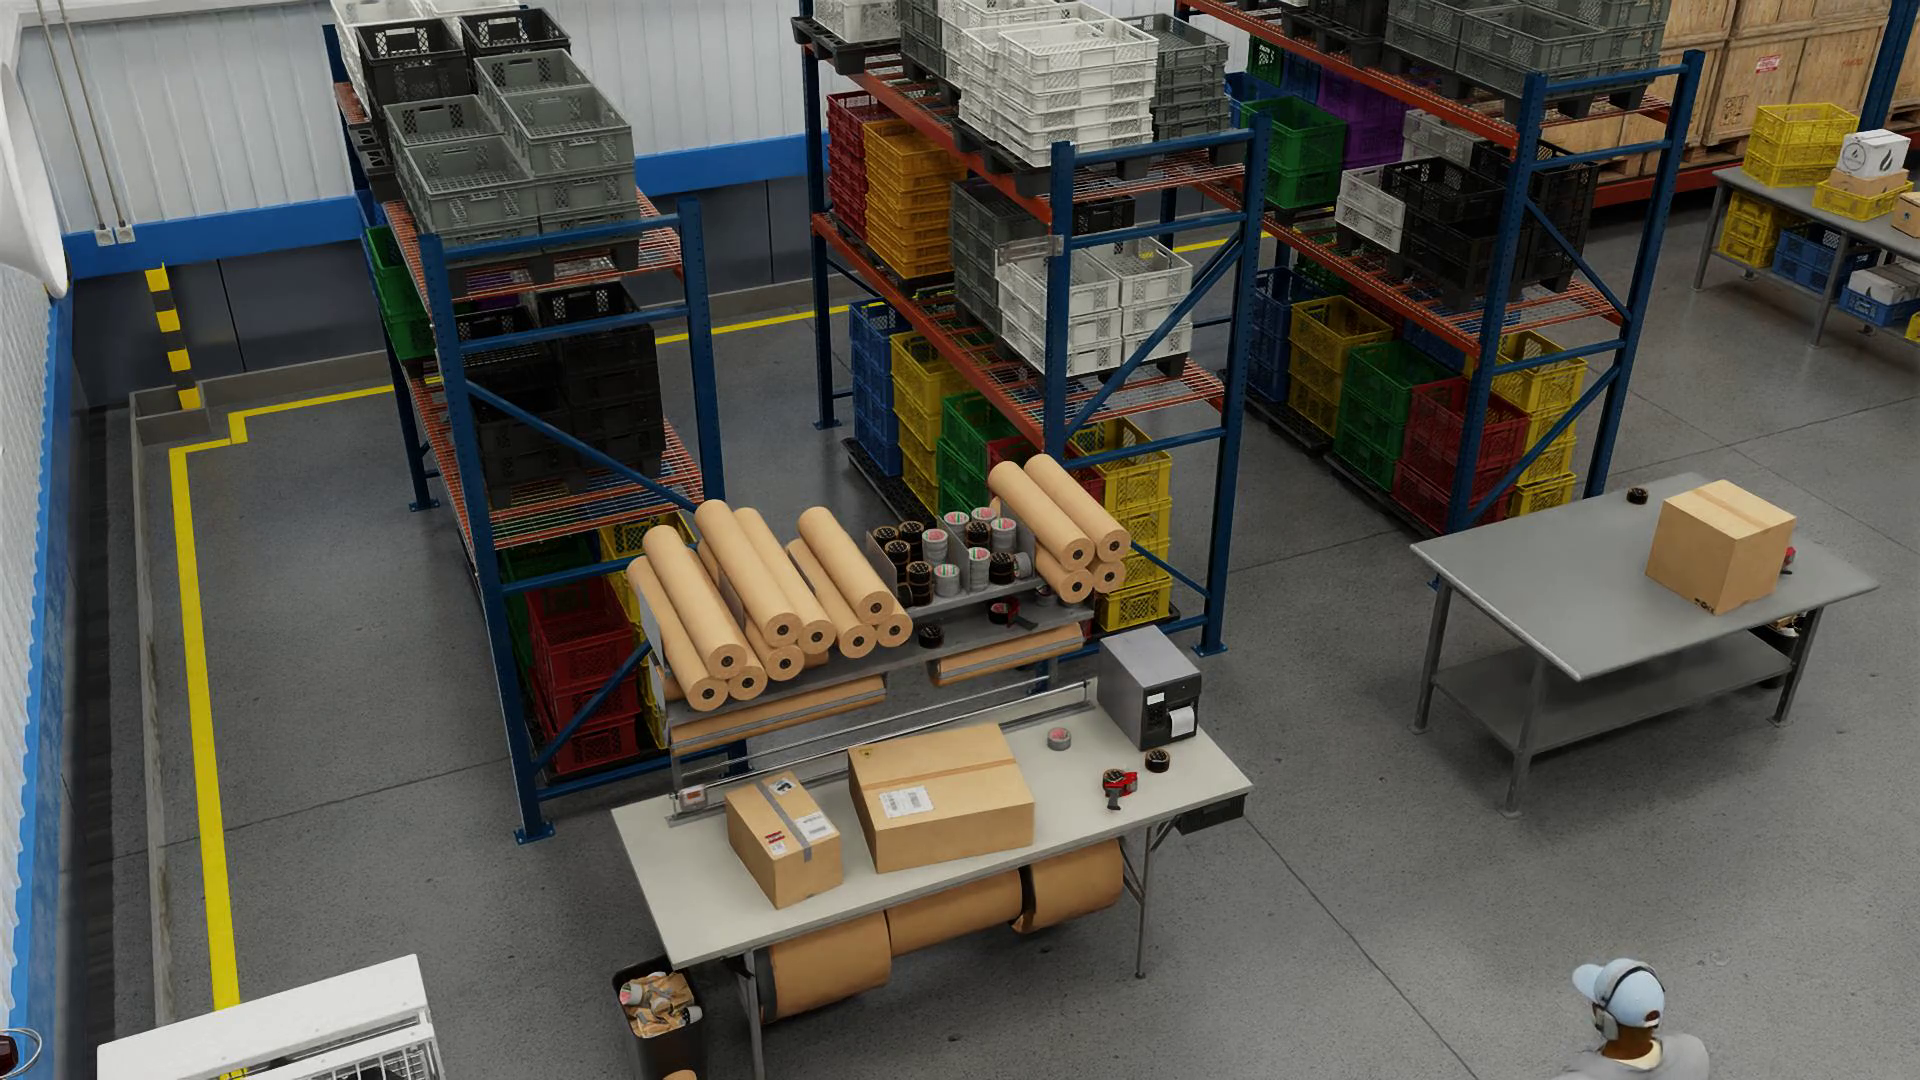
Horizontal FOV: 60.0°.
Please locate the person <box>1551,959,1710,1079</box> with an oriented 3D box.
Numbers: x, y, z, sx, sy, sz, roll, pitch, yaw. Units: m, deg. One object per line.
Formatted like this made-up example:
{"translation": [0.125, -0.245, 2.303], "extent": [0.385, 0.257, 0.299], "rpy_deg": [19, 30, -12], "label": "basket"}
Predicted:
{"translation": [1.944, 2.005, 5.208], "extent": [0.587, 1.848, 0.397], "rpy_deg": [-12, 34, -19], "label": "person"}
